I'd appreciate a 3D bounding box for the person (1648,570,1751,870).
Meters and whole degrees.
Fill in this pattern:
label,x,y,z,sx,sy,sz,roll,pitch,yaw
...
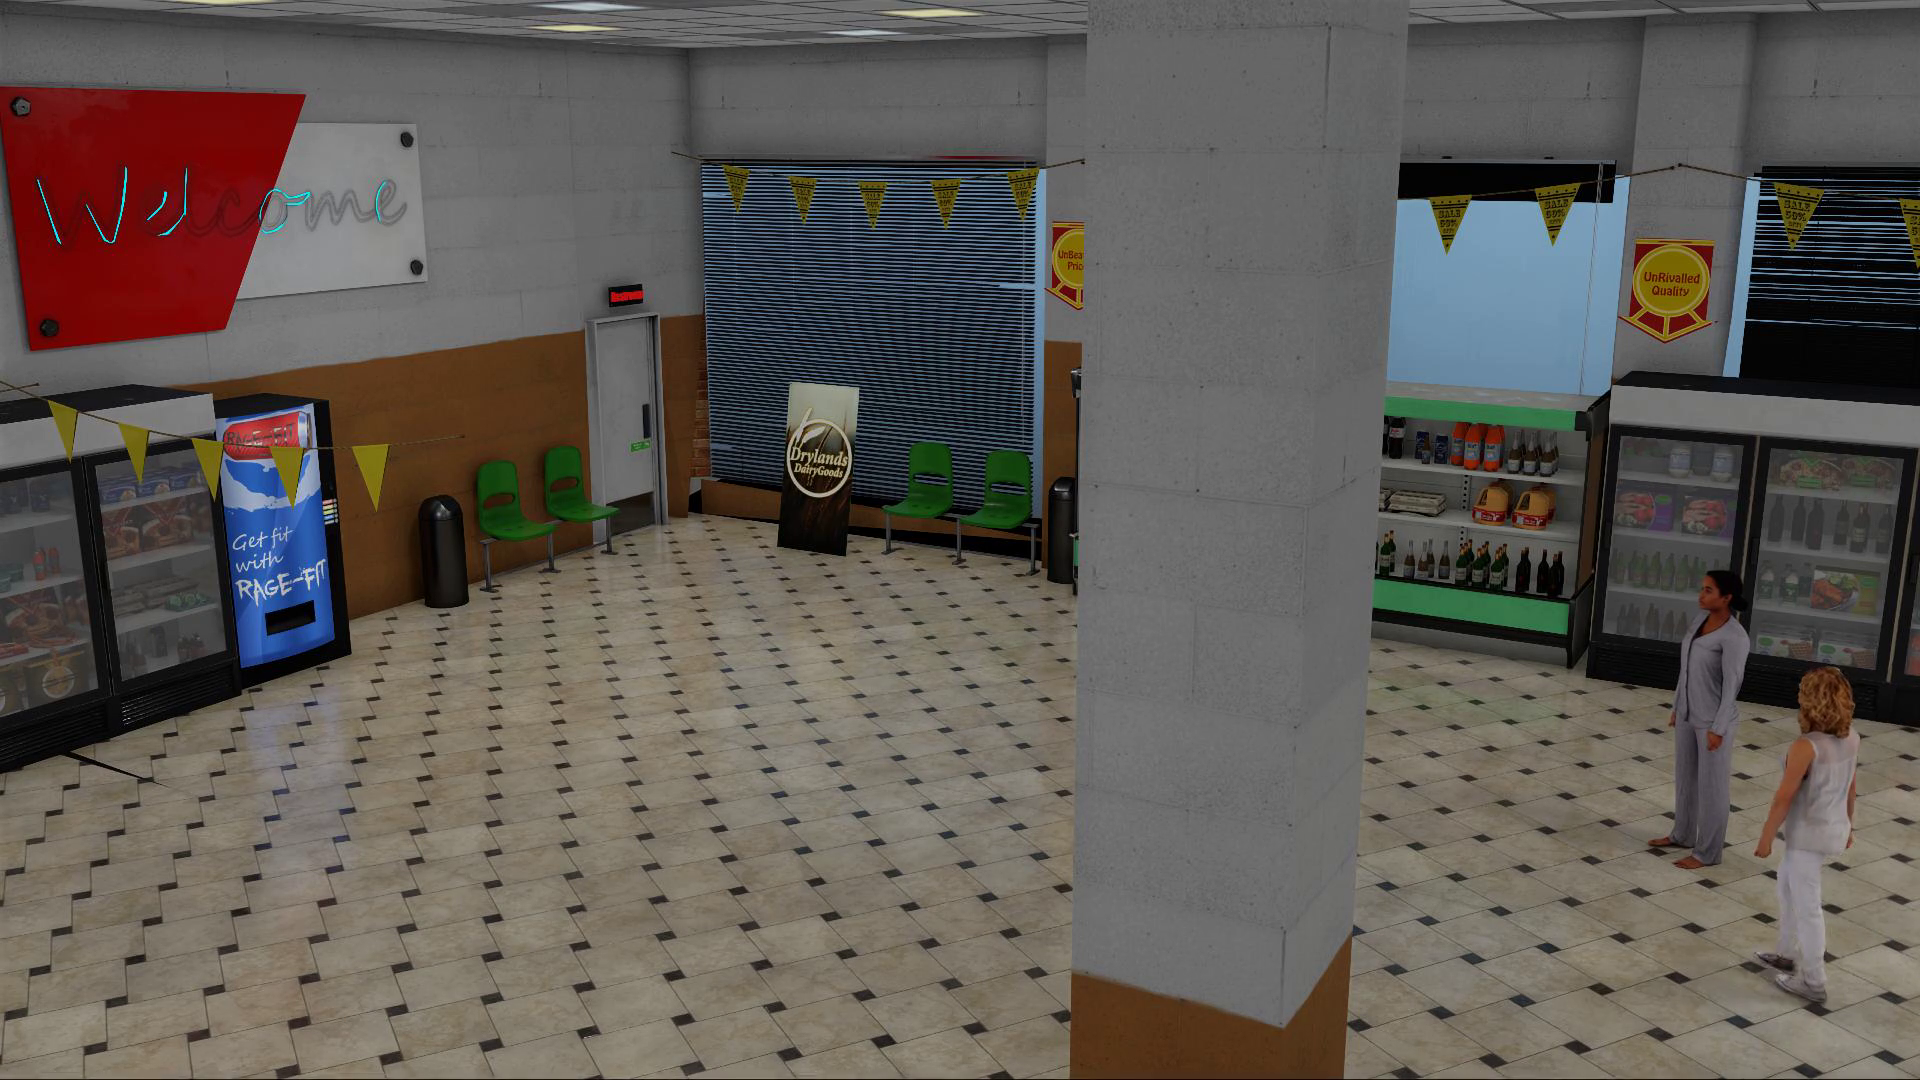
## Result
label,x,y,z,sx,sy,sz,roll,pitch,yaw
person,4.297,1.007,9.562,0.749,1.737,0.711,-2,14,-9

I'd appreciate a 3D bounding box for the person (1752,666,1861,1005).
label,x,y,z,sx,sy,sz,roll,pitch,yaw
person,4.155,1.437,7.959,0.779,1.656,0.834,-8,16,-30
